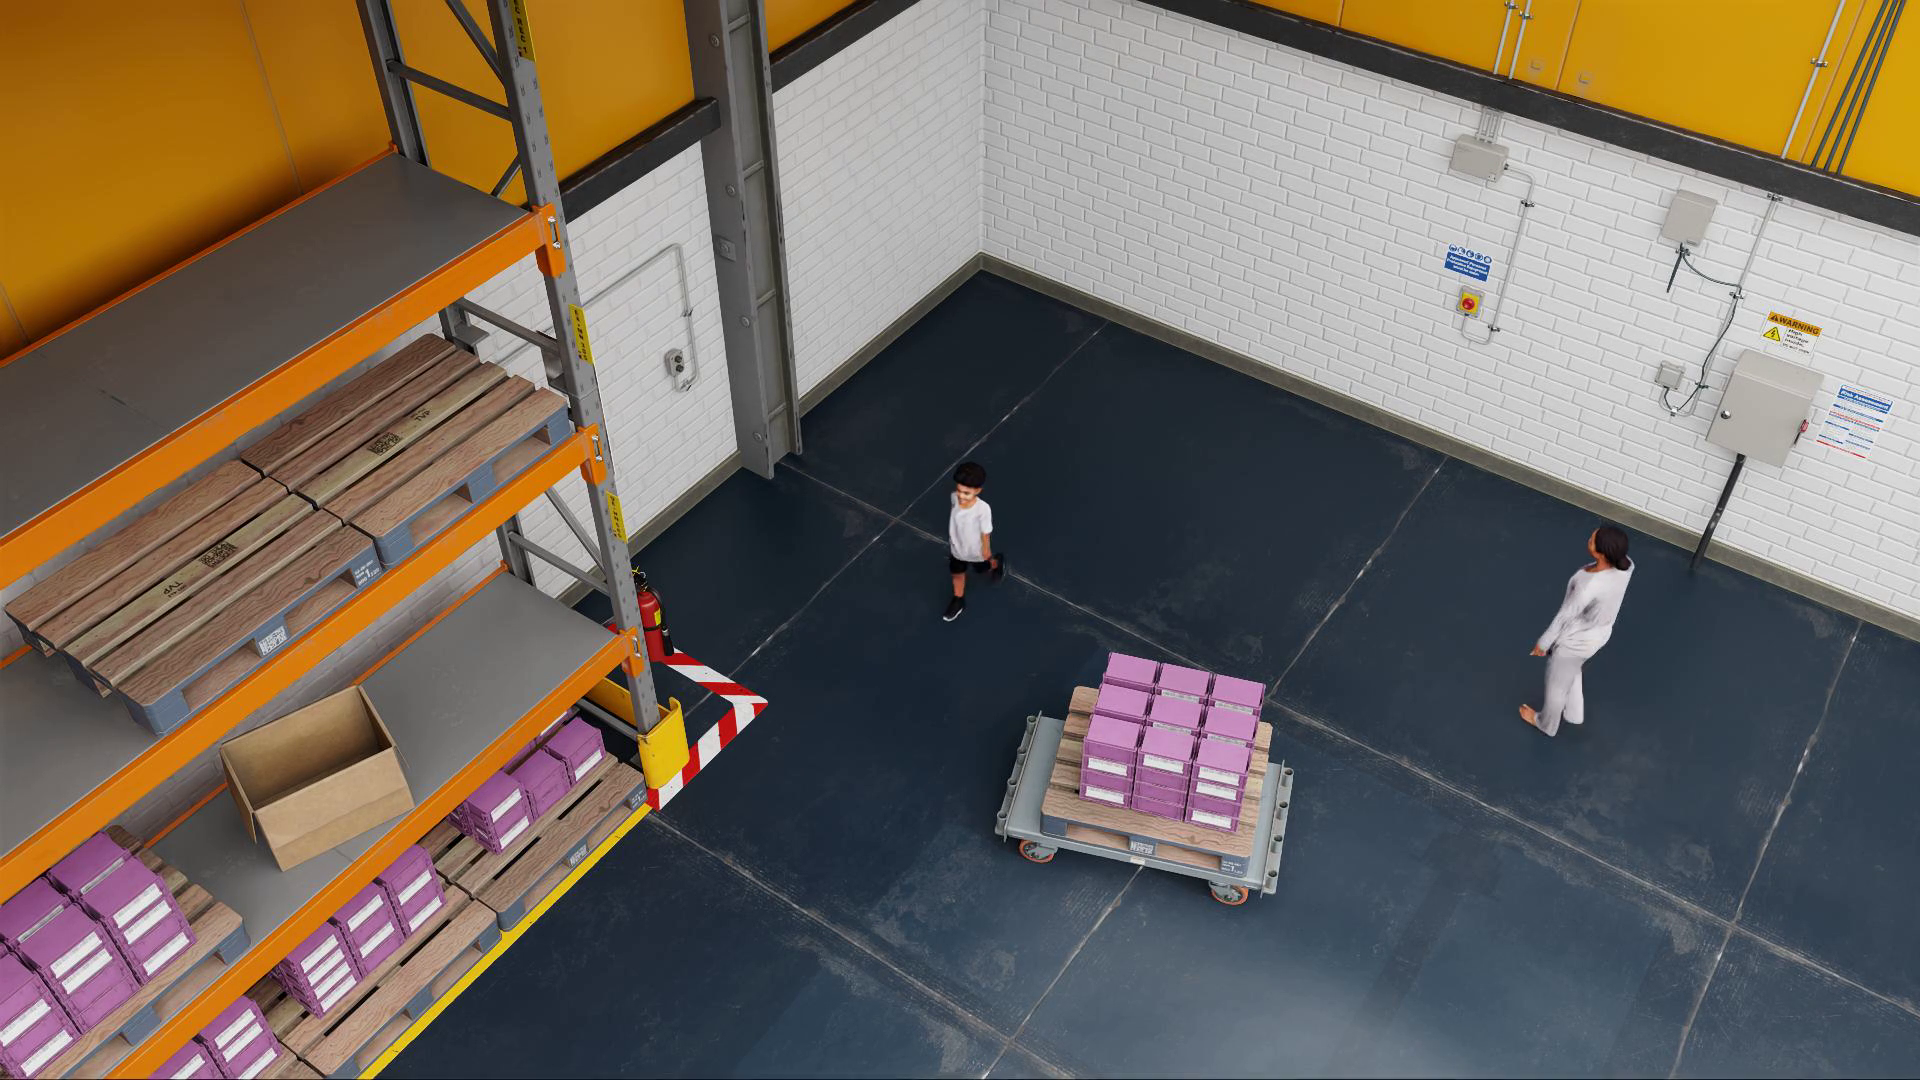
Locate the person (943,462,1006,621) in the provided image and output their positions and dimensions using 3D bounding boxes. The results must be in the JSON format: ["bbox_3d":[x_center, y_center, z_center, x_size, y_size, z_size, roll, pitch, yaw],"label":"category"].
[{"bbox_3d":[0.099,-0.048,11.066,0.502,1.241,0.825,24,49,23],"label":"person"}]

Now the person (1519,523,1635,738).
[{"bbox_3d":[3.802,0.605,10.027,0.648,1.728,0.800,-28,50,-26],"label":"person"}]
